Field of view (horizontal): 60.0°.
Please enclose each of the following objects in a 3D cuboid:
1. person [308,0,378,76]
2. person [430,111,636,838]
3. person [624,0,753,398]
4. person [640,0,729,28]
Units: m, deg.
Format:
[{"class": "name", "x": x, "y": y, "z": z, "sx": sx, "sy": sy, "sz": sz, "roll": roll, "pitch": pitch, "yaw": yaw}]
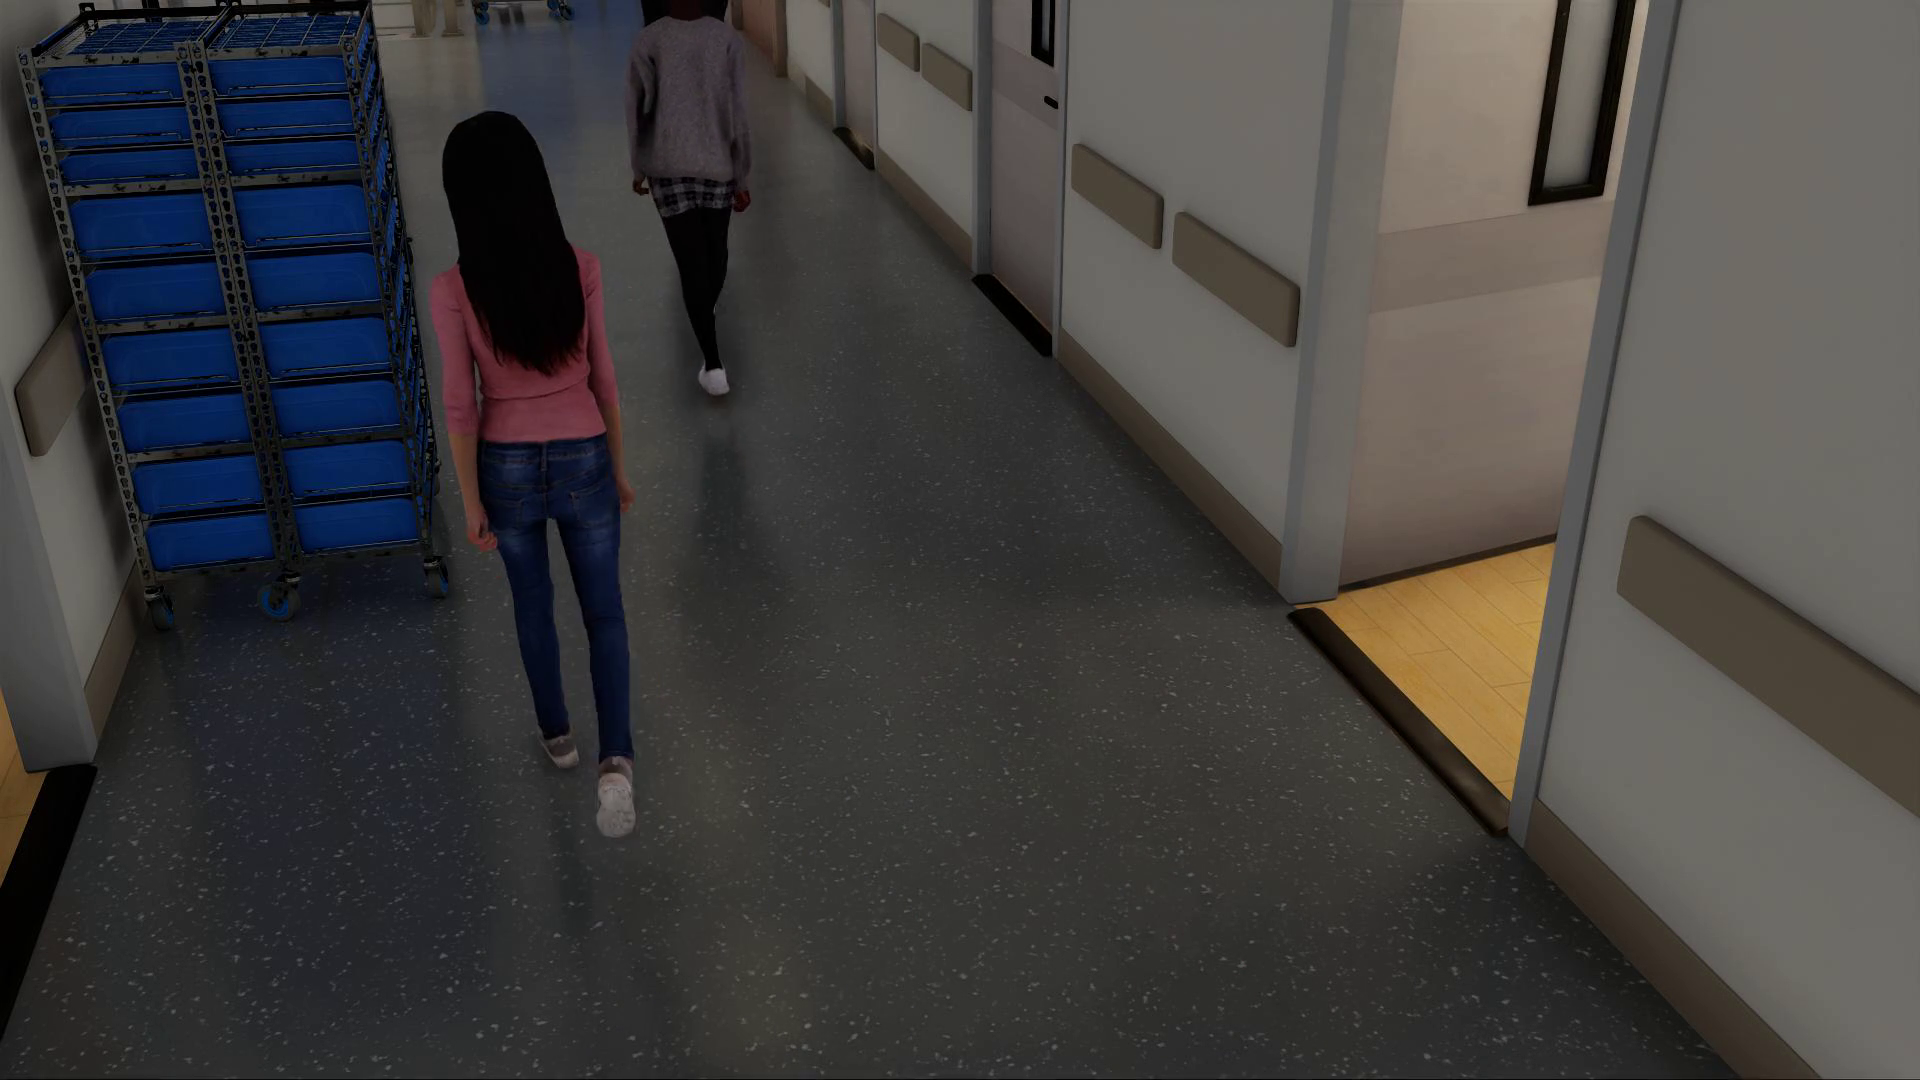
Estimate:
[{"class": "person", "x": -4.766, "y": -4.220, "z": 12.320, "sx": 1.138, "sy": 1.826, "sz": 1.093, "roll": 15, "pitch": 29, "yaw": 28}, {"class": "person", "x": -0.953, "y": -0.107, "z": 3.910, "sx": 0.609, "sy": 1.722, "sz": 1.010, "roll": -9, "pitch": 27, "yaw": -18}, {"class": "person", "x": -1.049, "y": -1.415, "z": 6.610, "sx": 0.653, "sy": 1.733, "sz": 1.125, "roll": -8, "pitch": 27, "yaw": -15}, {"class": "person", "x": -1.586, "y": -2.979, "z": 9.773, "sx": 0.688, "sy": 1.803, "sz": 0.937, "roll": -7, "pitch": 27, "yaw": -13}]
